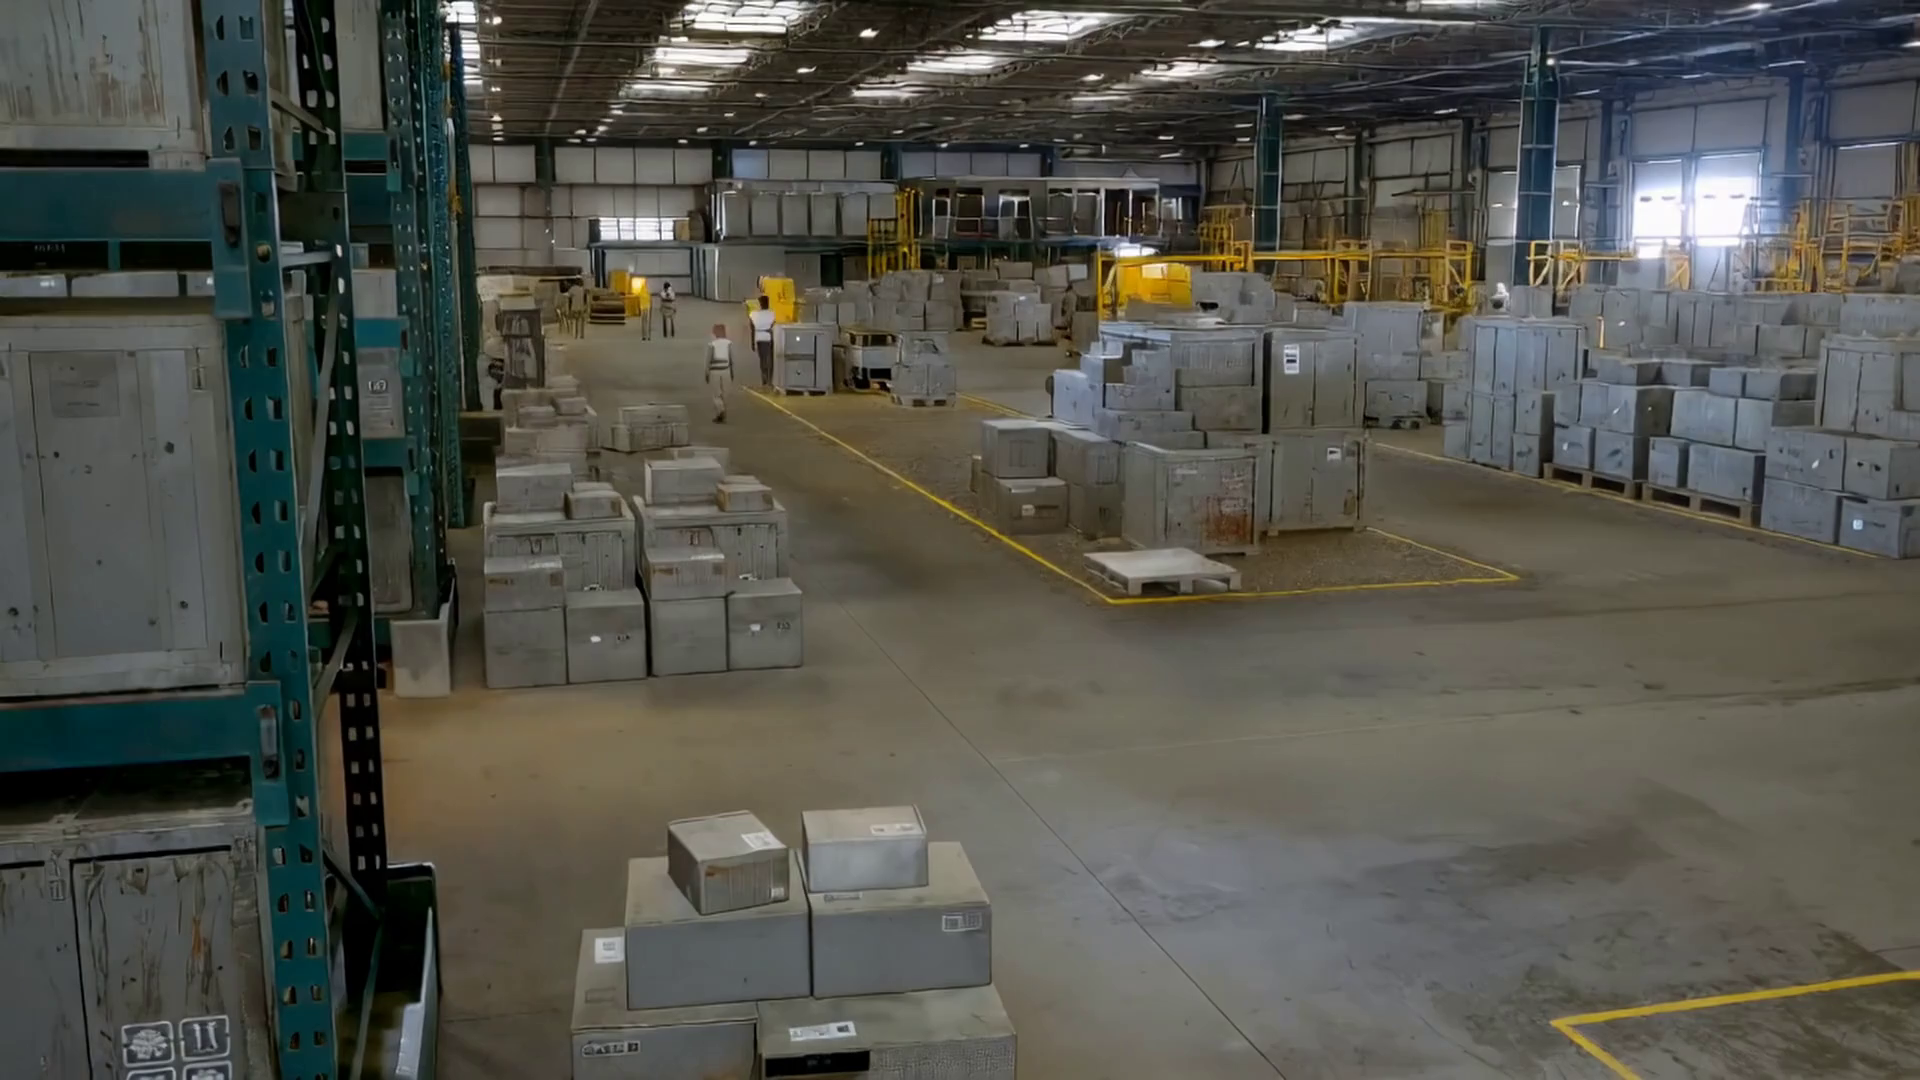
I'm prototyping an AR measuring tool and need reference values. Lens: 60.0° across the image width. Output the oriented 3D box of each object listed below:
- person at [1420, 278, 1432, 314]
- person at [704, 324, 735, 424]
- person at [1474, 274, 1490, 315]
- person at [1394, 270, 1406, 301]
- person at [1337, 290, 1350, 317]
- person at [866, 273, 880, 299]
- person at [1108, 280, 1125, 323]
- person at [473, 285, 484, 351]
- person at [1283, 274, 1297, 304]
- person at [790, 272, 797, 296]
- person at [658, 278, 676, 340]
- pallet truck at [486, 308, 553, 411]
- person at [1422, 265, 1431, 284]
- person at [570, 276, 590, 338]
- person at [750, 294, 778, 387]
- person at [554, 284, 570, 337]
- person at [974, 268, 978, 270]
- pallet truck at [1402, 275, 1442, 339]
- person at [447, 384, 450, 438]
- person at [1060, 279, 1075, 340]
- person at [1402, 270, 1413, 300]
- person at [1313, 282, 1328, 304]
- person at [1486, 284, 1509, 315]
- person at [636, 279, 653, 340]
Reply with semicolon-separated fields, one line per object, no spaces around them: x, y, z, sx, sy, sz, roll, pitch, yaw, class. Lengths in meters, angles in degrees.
15.135;-7.624;54.008;0.372;1.940;0.632;6;12;32;person
-3.893;-2.685;26.928;0.537;1.623;0.381;-5;11;-27;person
18.339;-8.390;58.427;0.467;1.912;0.595;-7;12;-36;person
17.094;-9.509;64.659;0.406;1.948;0.605;-1;10;-4;person
9.000;-4.906;38.811;0.435;1.866;0.621;-5;11;-24;person
-3.137;-8.695;60.141;0.596;1.914;0.374;-9;13;-40;person
4.827;-7.091;51.311;0.512;1.835;0.406;2;10;13;person
-13.093;-6.007;44.566;0.536;2.000;0.676;3;10;17;person
12.996;-9.527;65.226;0.919;1.798;0.650;-8;13;-37;person
-6.230;-8.920;61.419;0.572;1.913;0.476;-8;13;-38;person
-9.064;-7.159;51.498;0.548;1.910;0.826;-2;10;-11;person
-6.242;-2.418;24.362;0.823;1.965;1.885;1;10;3;pallet truck
21.904;-11.901;78.068;0.612;1.996;0.389;-8;13;-38;person
-11.910;-7.289;52.137;0.610;1.932;0.515;0;10;1;person
-3.989;-4.059;33.944;0.590;1.904;0.468;2;10;12;person
-12.661;-7.321;52.996;0.534;1.692;0.320;1;10;8;person
0.727;-11.726;77.395;0.345;1.882;0.584;-1;10;-6;person
14.620;-7.324;52.145;0.823;1.965;1.885;8;13;40;pallet truck
-6.342;-1.583;20.075;0.429;1.842;0.634;7;12;35;person
3.297;-7.073;51.085;0.523;1.870;0.317;-6;12;-30;person
19.705;-11.027;73.598;0.640;1.831;0.429;-4;11;-21;person
11.967;-7.724;55.291;0.533;1.689;0.321;7;12;35;person
14.331;-5.893;44.381;0.612;1.871;0.982;5;11;25;person
-9.673;-7.056;51.007;0.518;1.865;0.327;-2;10;-14;person
